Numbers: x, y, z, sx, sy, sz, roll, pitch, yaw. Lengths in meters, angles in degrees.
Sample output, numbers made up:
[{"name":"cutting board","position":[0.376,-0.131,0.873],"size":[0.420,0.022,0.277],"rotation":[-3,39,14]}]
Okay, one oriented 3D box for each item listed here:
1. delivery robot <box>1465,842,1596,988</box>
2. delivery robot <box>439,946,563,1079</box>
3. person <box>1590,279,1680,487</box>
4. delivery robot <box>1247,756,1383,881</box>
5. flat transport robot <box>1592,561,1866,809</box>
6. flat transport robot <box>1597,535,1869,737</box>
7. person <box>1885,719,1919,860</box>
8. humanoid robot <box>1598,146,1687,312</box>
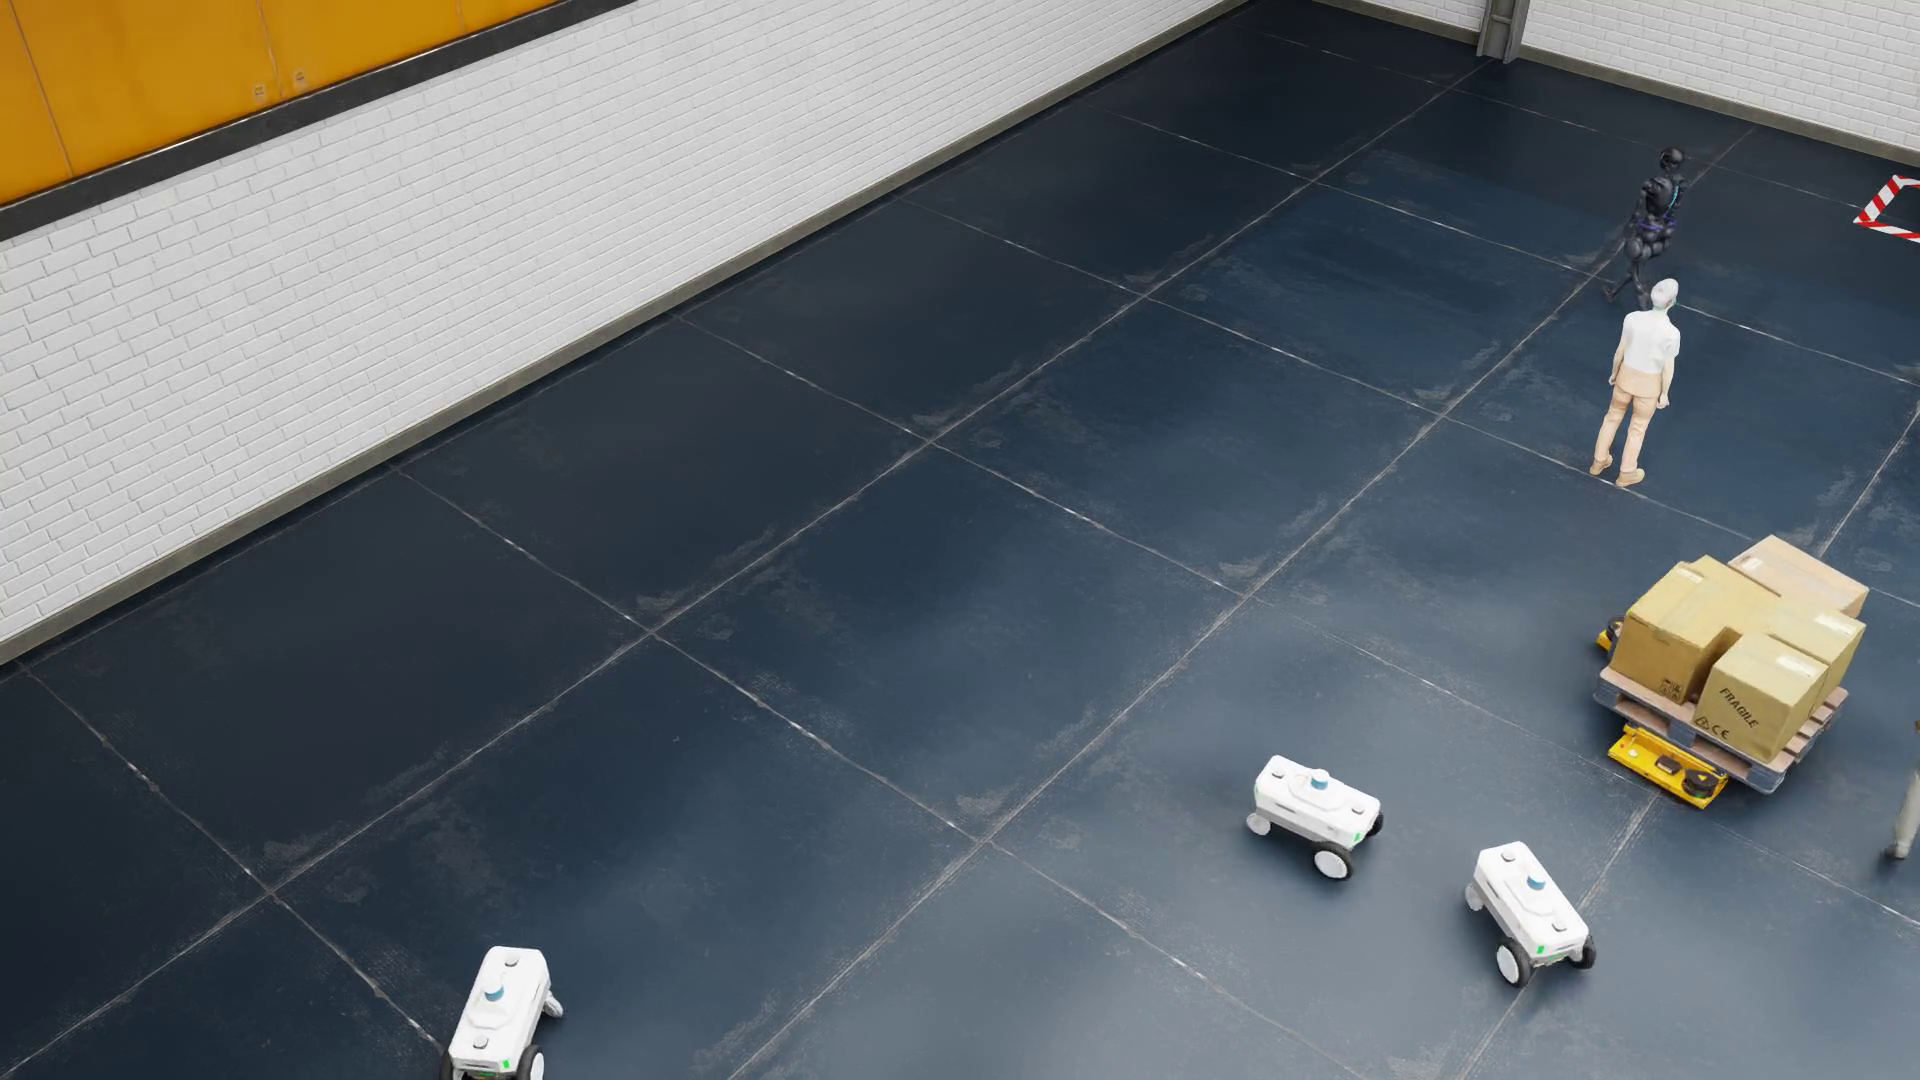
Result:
[{"name":"delivery robot","position":[3.231,2.117,9.445],"size":[0.499,0.612,0.814],"rotation":[-11,40,-13]},{"name":"delivery robot","position":[-2.438,2.585,8.860],"size":[0.525,0.608,0.779],"rotation":[4,39,4]},{"name":"person","position":[5.147,-1.198,12.593],"size":[0.320,1.750,0.480],"rotation":[-29,47,-31]},{"name":"delivery robot","position":[2.141,1.622,10.035],"size":[0.774,0.583,0.499],"rotation":[23,44,26]},{"name":"flat transport robot","position":[4.893,1.163,10.843],"size":[1.431,0.231,0.659],"rotation":[-32,48,-33]},{"name":"flat transport robot","position":[5.100,0.887,11.186],"size":[0.659,0.231,1.431],"rotation":[-25,45,-28]},{"name":"person","position":[5.829,1.180,9.581],"size":[0.584,1.823,0.635],"rotation":[19,43,22]},{"name":"humanoid robot","position":[5.971,-2.664,14.508],"size":[0.589,1.627,0.771],"rotation":[-18,42,-21]}]
